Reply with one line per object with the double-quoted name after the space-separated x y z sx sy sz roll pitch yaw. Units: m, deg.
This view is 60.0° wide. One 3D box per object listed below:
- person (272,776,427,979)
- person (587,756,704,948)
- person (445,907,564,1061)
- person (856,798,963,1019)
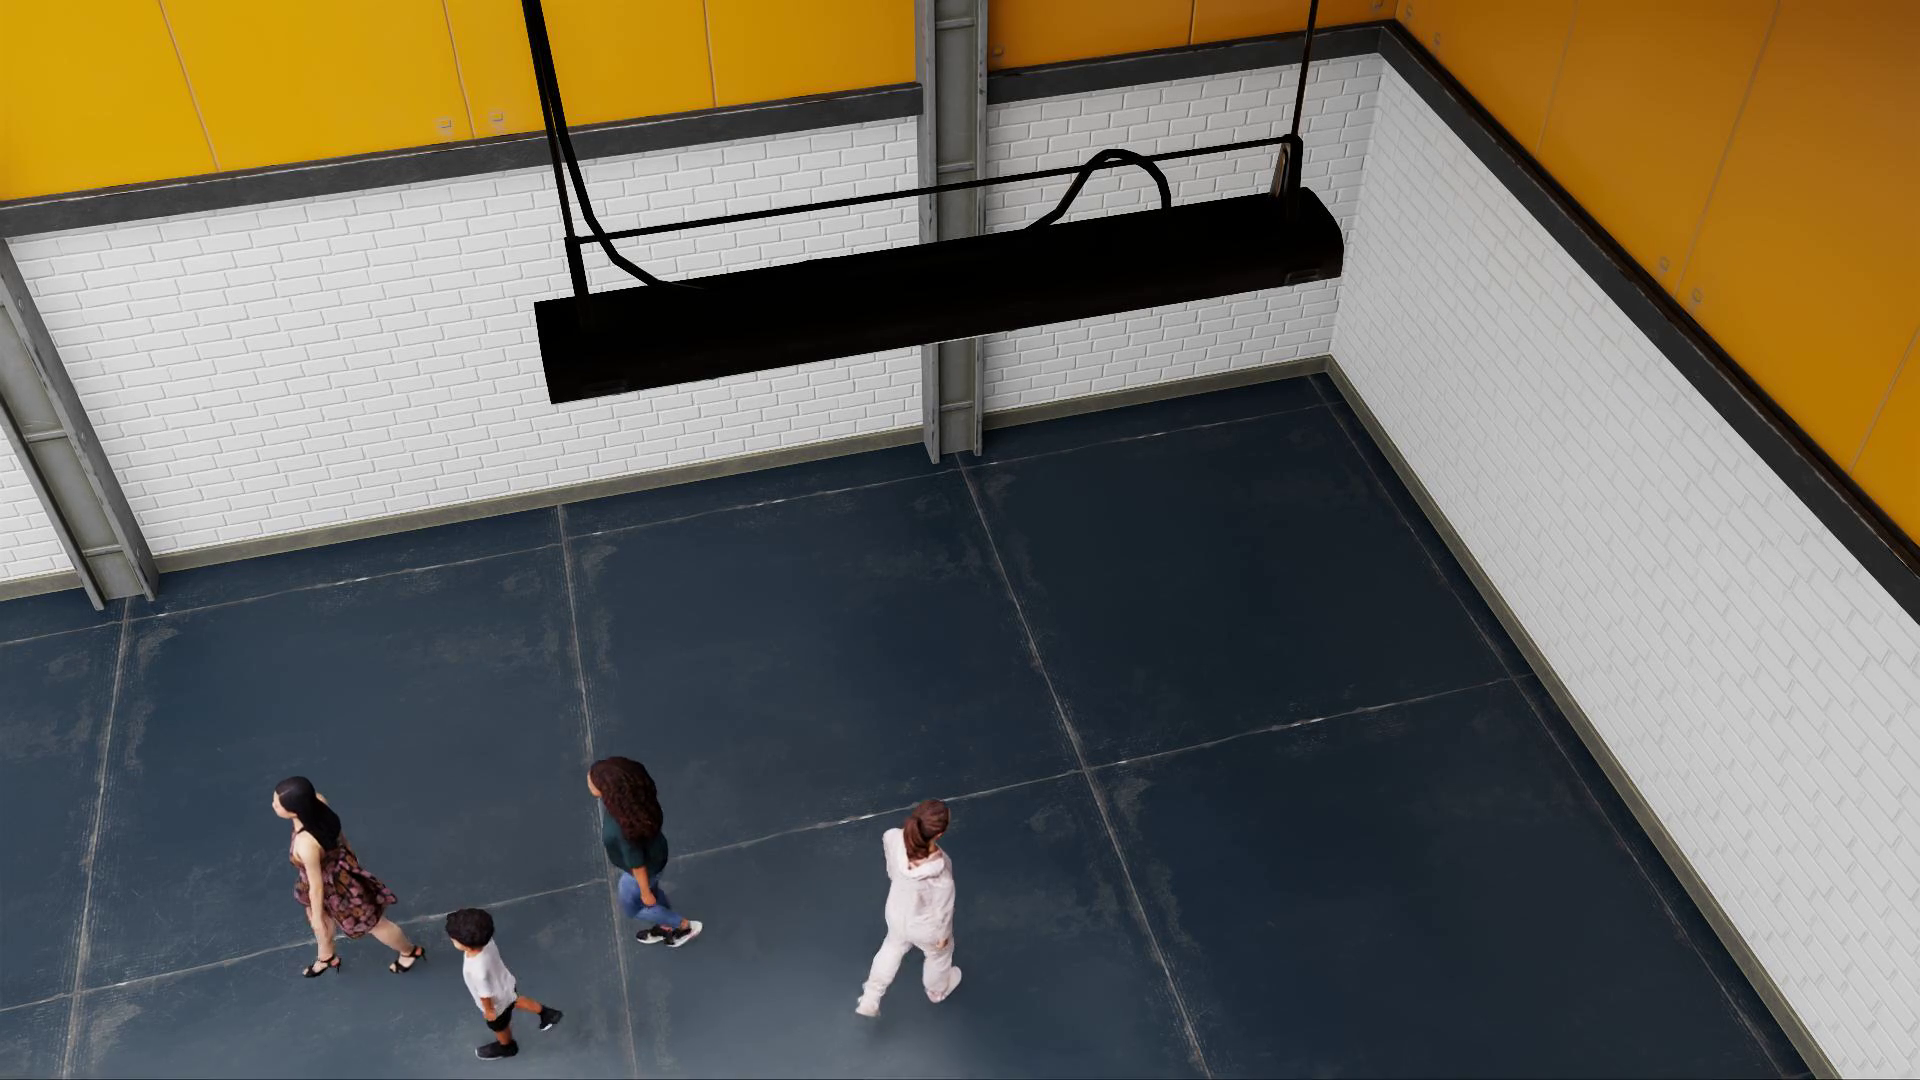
-3.228 1.832 8.876 0.897 1.742 0.618 -9 44 -10 "person"
-1.661 1.751 9.065 0.724 1.598 0.662 -2 44 -2 "person"
-2.386 2.329 8.713 0.725 1.247 0.532 -6 44 -6 "person"
-0.277 1.999 8.752 0.916 1.671 1.019 30 51 28 "person"
